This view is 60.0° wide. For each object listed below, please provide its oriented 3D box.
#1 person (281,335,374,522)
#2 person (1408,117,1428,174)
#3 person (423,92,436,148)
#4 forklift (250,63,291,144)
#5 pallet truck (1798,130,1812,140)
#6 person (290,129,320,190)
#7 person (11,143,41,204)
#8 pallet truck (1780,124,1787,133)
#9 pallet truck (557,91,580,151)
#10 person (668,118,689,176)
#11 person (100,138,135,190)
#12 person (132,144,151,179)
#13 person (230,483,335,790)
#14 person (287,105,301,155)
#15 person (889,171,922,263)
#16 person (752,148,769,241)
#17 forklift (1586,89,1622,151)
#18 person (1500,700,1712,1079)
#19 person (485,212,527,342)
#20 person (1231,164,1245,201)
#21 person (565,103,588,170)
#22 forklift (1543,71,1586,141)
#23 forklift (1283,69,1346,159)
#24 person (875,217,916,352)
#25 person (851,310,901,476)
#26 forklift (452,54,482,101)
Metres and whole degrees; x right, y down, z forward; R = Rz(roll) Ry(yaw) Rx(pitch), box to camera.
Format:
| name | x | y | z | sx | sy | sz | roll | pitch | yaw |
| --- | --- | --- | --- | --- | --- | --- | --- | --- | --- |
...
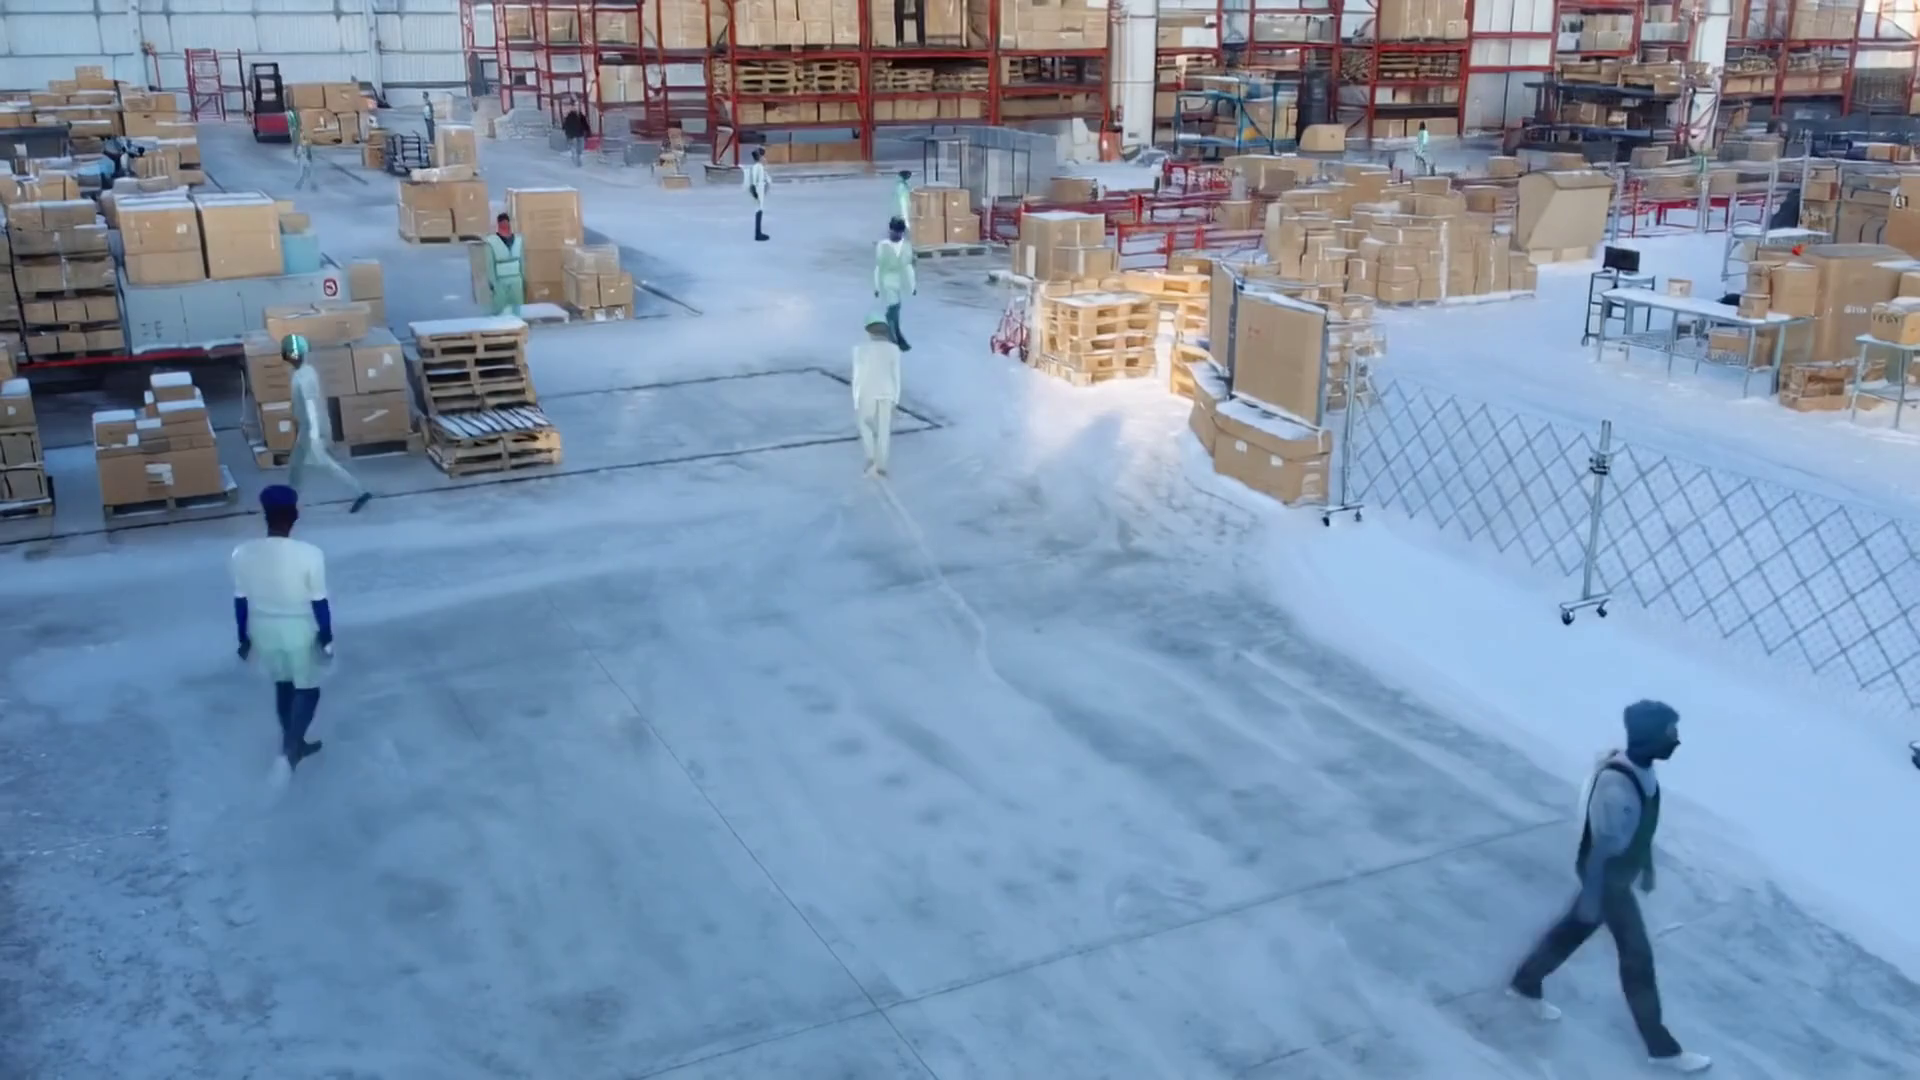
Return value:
| name | x | y | z | sx | sy | sz | roll | pitch | yaw |
| --- | --- | --- | --- | --- | --- | --- | --- | --- | --- |
| person | -6.177 | -1.070 | 15.881 | 0.961 | 1.840 | 0.526 | -6 | 19 | -17 |
| person | 13.446 | -11.558 | 48.813 | 0.789 | 1.659 | 0.544 | 15 | 23 | 39 |
| person | -18.634 | -14.773 | 58.459 | 0.396 | 1.911 | 0.588 | -12 | 22 | -34 |
| forklift | -25.004 | -15.820 | 60.155 | 1.129 | 2.768 | 1.873 | -9 | 20 | -26 |
| pallet truck | 25.526 | -11.556 | 49.408 | 1.630 | 1.274 | 0.653 | -9 | 20 | -26 |
| person | -17.748 | -10.263 | 44.891 | 0.849 | 1.587 | 0.541 | -16 | 24 | -41 |
| person | -20.764 | -7.881 | 37.009 | 0.584 | 1.882 | 0.337 | 1 | 18 | 2 |
| pallet truck | 25.206 | -12.542 | 52.601 | 1.601 | 1.201 | 0.680 | 0 | 18 | -2 |
| pallet truck | -13.495 | -14.412 | 57.188 | 0.823 | 1.965 | 1.885 | -3 | 18 | -9 |
| person | -8.198 | -11.404 | 48.335 | 0.538 | 1.659 | 0.803 | 1 | 18 | 2 |
| person | -18.441 | -7.773 | 36.419 | 0.681 | 2.000 | 0.538 | -16 | 24 | -41 |
| person | -18.103 | -7.825 | 36.864 | 0.329 | 1.868 | 0.512 | 11 | 21 | 31 |
| person | -4.280 | 0.619 | 10.438 | 0.647 | 1.933 | 0.757 | 2 | 18 | 6 |
| person | -22.180 | -13.669 | 55.458 | 0.316 | 1.634 | 0.528 | 7 | 19 | 21 |
| person | -1.097 | -6.151 | 31.813 | 0.775 | 1.778 | 0.617 | -4 | 18 | -13 |
| person | -4.197 | -7.287 | 35.098 | 0.385 | 1.929 | 0.539 | -3 | 18 | -10 |
| forklift | 21.224 | -14.374 | 55.648 | 1.873 | 2.768 | 1.129 | -9 | 20 | -26 |
| person | 3.050 | 1.559 | 7.744 | 0.991 | 1.795 | 0.534 | 10 | 20 | 29 |
| person | -6.716 | -3.890 | 24.552 | 0.692 | 1.899 | 0.594 | 17 | 24 | 42 |
| person | 5.879 | -7.145 | 35.182 | 0.834 | 1.594 | 0.511 | -8 | 19 | -23 |
| person | -11.607 | -12.241 | 50.489 | 0.606 | 1.957 | 0.737 | -10 | 20 | -28 |
| forklift | 18.685 | -13.231 | 52.085 | 1.873 | 2.768 | 1.129 | -9 | 20 | -26 |
| forklift | 11.615 | -13.871 | 54.079 | 1.129 | 2.768 | 1.873 | -9 | 20 | -27 |
| person | -0.968 | -3.723 | 24.026 | 0.540 | 1.899 | 0.932 | -12 | 21 | -33 |
| person | -0.872 | -1.533 | 17.438 | 0.539 | 1.757 | 0.363 | -3 | 18 | -9 |
| forklift | -20.788 | -19.371 | 71.224 | 1.873 | 2.768 | 1.129 | -9 | 20 | -26 |
